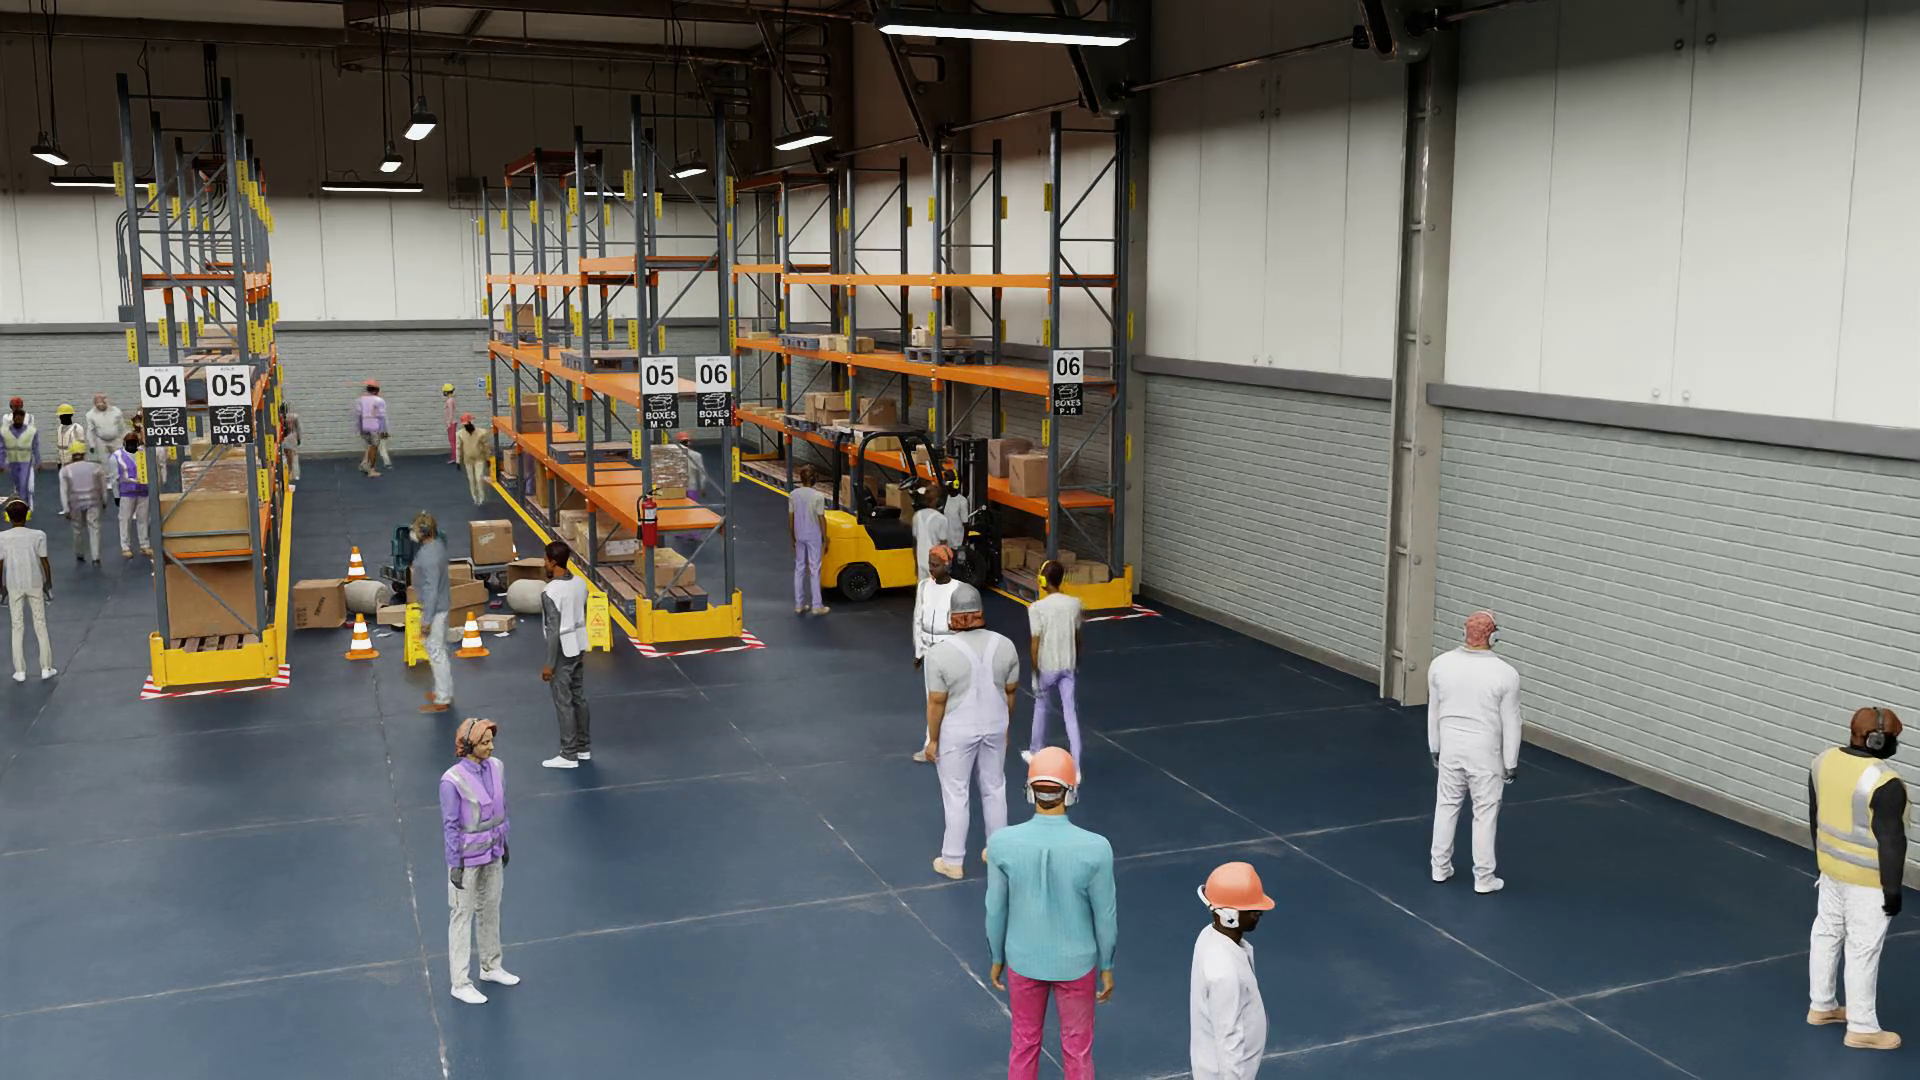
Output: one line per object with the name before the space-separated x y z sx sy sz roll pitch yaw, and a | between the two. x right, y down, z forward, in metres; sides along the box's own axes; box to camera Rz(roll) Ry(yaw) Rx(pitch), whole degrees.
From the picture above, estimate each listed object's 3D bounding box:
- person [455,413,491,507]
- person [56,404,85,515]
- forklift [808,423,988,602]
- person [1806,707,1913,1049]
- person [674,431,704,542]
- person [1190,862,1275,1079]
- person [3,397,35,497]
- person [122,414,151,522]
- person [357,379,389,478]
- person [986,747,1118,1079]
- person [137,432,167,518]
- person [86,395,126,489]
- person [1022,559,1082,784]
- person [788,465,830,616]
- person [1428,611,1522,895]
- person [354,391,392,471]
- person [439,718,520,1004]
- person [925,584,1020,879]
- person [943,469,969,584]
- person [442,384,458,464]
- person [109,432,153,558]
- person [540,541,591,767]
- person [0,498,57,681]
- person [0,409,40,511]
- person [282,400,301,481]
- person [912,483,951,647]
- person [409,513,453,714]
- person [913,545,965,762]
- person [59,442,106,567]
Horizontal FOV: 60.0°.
person | -8.676 -1.423 29.635 0.581 1.706 0.698 -1 9 -4
person | -15.364 -1.385 28.723 0.587 1.927 0.363 4 10 21
forklift | -0.830 -0.399 21.676 2.313 2.155 1.214 -4 10 -21
person | 4.858 1.799 8.971 0.430 1.838 0.619 -2 9 -10
person | -4.272 -0.825 25.922 0.614 1.709 0.647 0 9 -2
person | 1.114 2.173 6.870 0.328 1.752 0.563 0 9 3
person | -17.582 -1.736 31.111 0.347 1.878 0.578 6 11 32
person | -13.807 -1.211 27.975 0.528 1.825 0.937 -7 12 -39
person | -12.022 -2.278 34.086 0.655 2.003 0.544 4 10 22
person | 0.425 1.931 7.665 0.608 1.986 0.389 2 9 12
person | -13.245 -0.980 27.172 0.523 1.592 0.801 -3 10 -19
person | -16.455 -1.885 32.095 0.680 1.860 0.531 -5 10 -27
person | 0.802 1.067 13.662 0.535 1.827 0.960 -3 10 -18
person | -1.839 0.000 20.259 0.517 1.844 0.332 4 10 26
person | 3.459 1.416 11.179 0.651 1.901 0.396 8 12 41
person | -12.475 -2.306 35.260 0.882 1.683 0.571 -8 12 -41
person | -2.762 1.815 9.520 0.311 1.632 0.516 4 10 23
person | 0.041 1.298 11.476 0.676 2.000 0.536 -4 10 -25
person | -0.073 0.093 19.608 0.327 1.869 0.517 -4 10 -25
person | -11.234 -2.561 36.628 0.317 1.767 0.535 -2 9 -9
person | -12.162 -0.671 24.511 0.430 1.841 0.624 8 12 40
person | -3.317 0.960 13.997 0.374 1.915 0.599 2 9 15
person | -9.552 0.506 16.988 0.514 1.876 0.328 -5 10 -27
person | -16.156 -1.337 28.607 0.621 1.872 0.801 -3 10 -19
person | -13.531 -1.995 33.465 0.522 1.640 0.306 -6 11 -35
person | -0.306 0.290 18.461 0.513 1.845 0.377 8 12 40
person | -4.990 0.693 15.736 0.341 1.921 0.737 -2 9 -15
person | -0.142 0.971 14.025 0.583 1.882 0.337 7 11 36
person | -12.468 -0.504 23.677 0.595 1.781 0.972 -6 11 -32
